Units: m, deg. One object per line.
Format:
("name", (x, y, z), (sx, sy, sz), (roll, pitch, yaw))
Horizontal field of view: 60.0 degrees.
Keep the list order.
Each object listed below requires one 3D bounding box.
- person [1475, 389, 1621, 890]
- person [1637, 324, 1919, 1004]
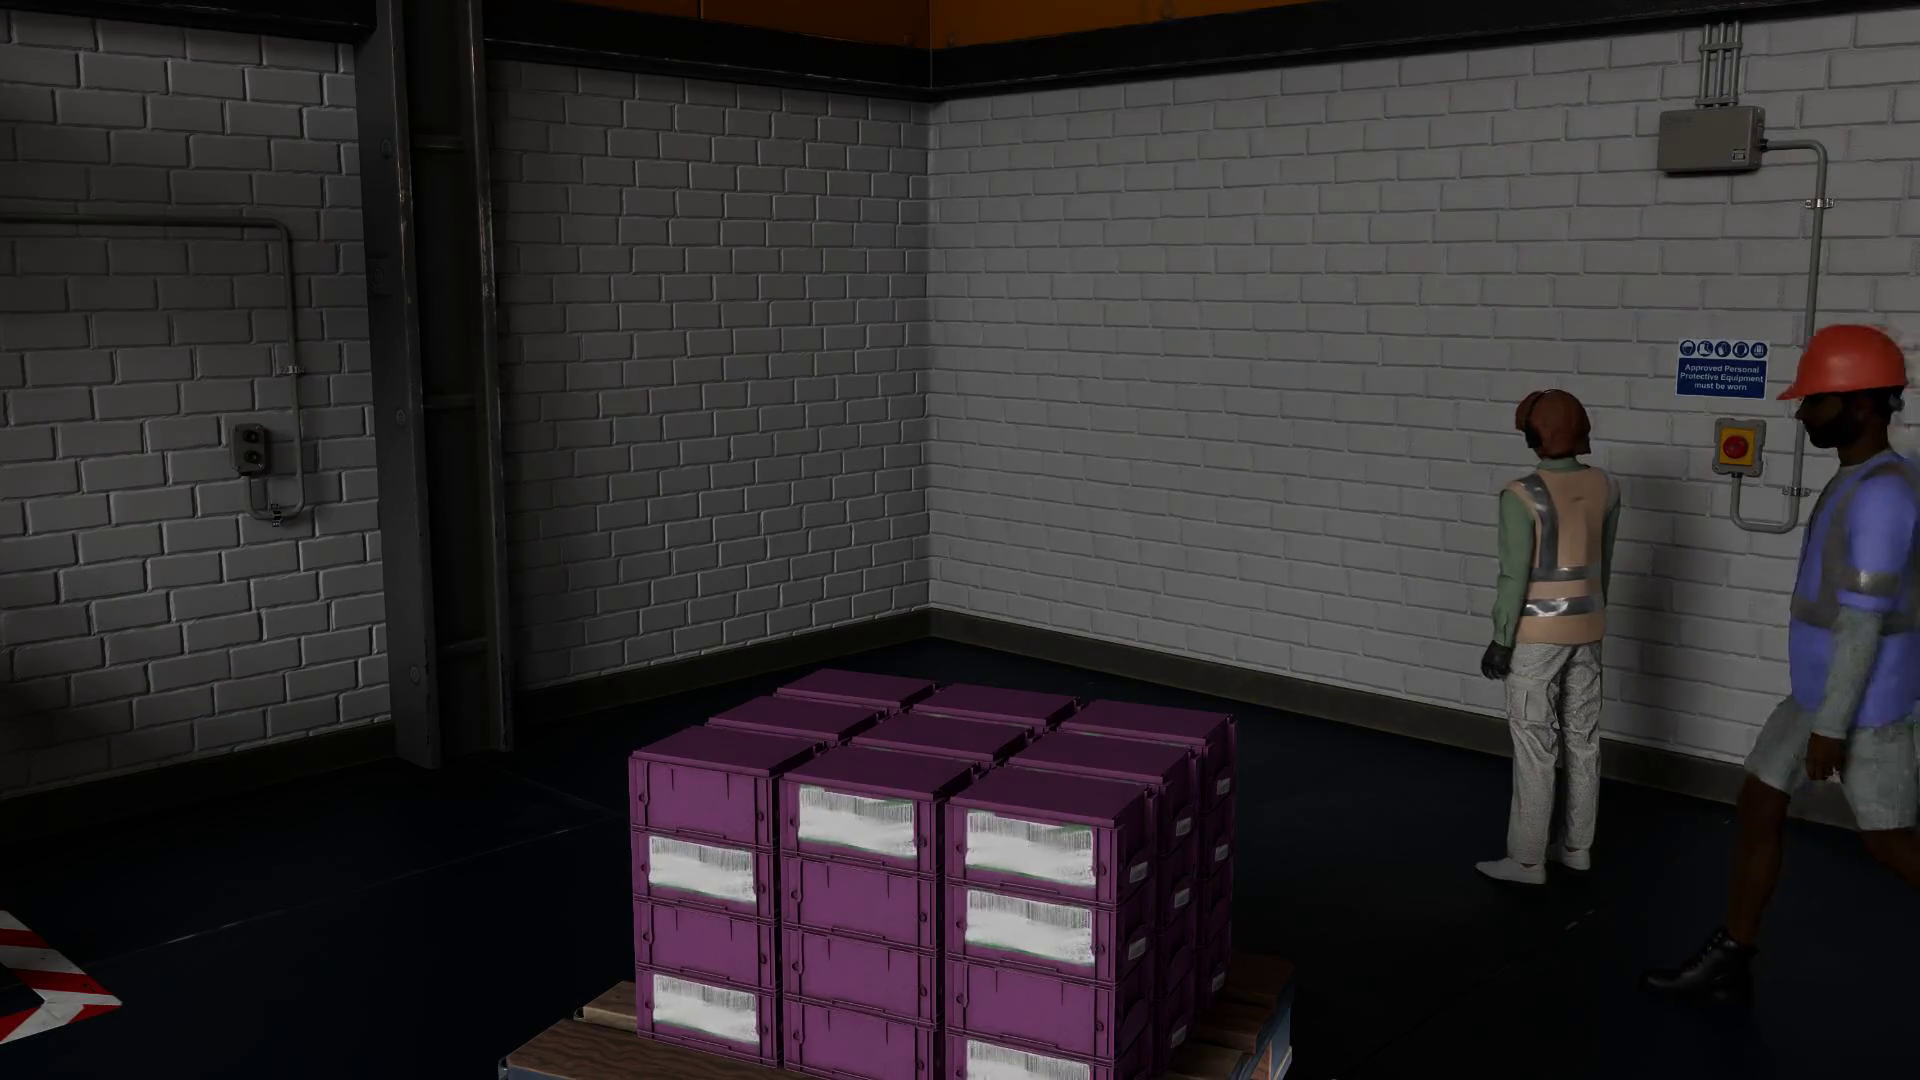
("person", (1.932, 0.325, 5.450), (0.512, 1.638, 0.312), (-5, 11, -29))
("person", (2.407, 0.382, 4.348), (0.989, 1.892, 0.540), (3, 10, 16))
